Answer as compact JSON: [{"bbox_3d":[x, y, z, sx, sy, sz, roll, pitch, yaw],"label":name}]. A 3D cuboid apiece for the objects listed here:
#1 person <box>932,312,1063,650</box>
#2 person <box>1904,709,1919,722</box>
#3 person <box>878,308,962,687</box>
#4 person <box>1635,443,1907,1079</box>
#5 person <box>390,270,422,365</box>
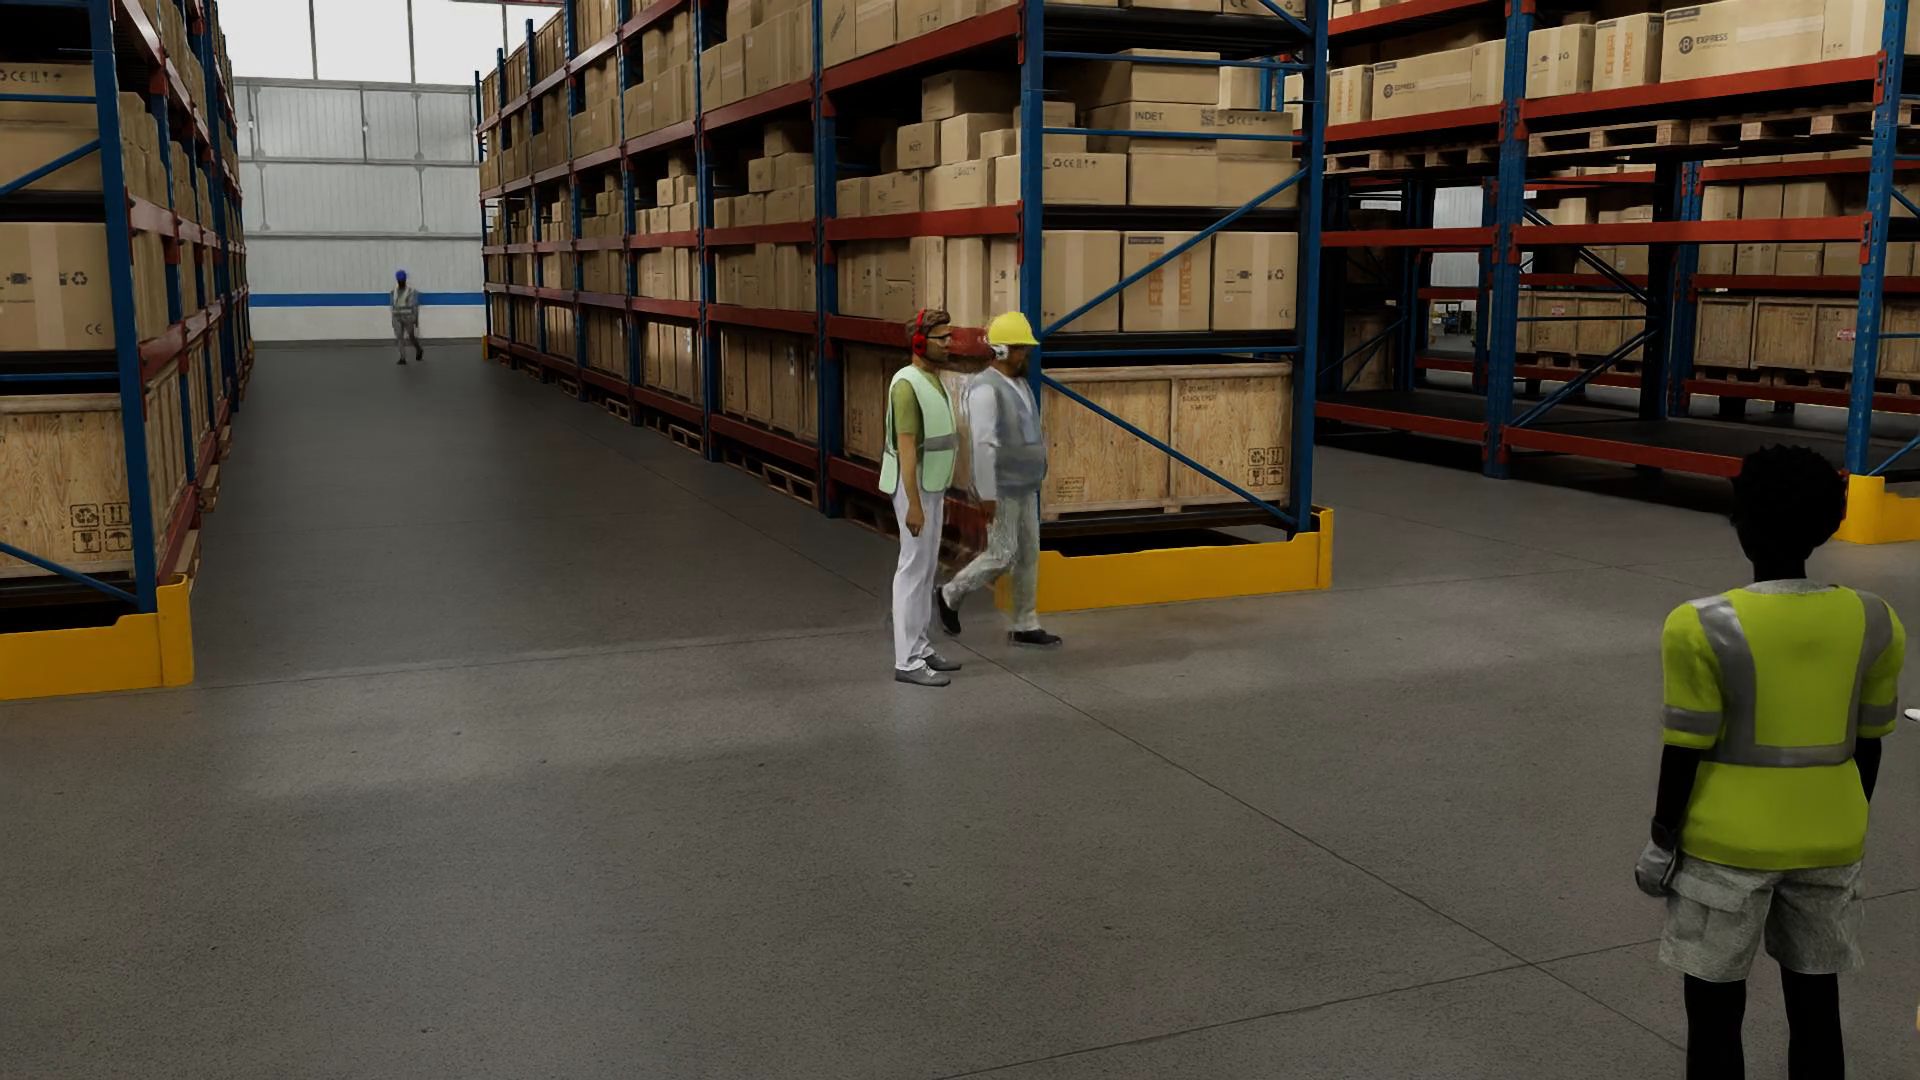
[{"bbox_3d":[0.207,-0.308,8.880,0.648,1.815,0.614,5,10,25],"label":"person"},{"bbox_3d":[4.559,-0.097,7.396,0.641,1.900,0.401,-5,11,-27],"label":"person"},{"bbox_3d":[-0.196,-0.216,8.245,0.388,1.848,0.564,2,10,12],"label":"person"},{"bbox_3d":[1.705,0.643,3.545,0.532,1.697,0.320,-1,10,-7],"label":"person"},{"bbox_3d":[-11.296,-4.535,33.893,0.607,1.930,0.591,2,10,12],"label":"person"}]
